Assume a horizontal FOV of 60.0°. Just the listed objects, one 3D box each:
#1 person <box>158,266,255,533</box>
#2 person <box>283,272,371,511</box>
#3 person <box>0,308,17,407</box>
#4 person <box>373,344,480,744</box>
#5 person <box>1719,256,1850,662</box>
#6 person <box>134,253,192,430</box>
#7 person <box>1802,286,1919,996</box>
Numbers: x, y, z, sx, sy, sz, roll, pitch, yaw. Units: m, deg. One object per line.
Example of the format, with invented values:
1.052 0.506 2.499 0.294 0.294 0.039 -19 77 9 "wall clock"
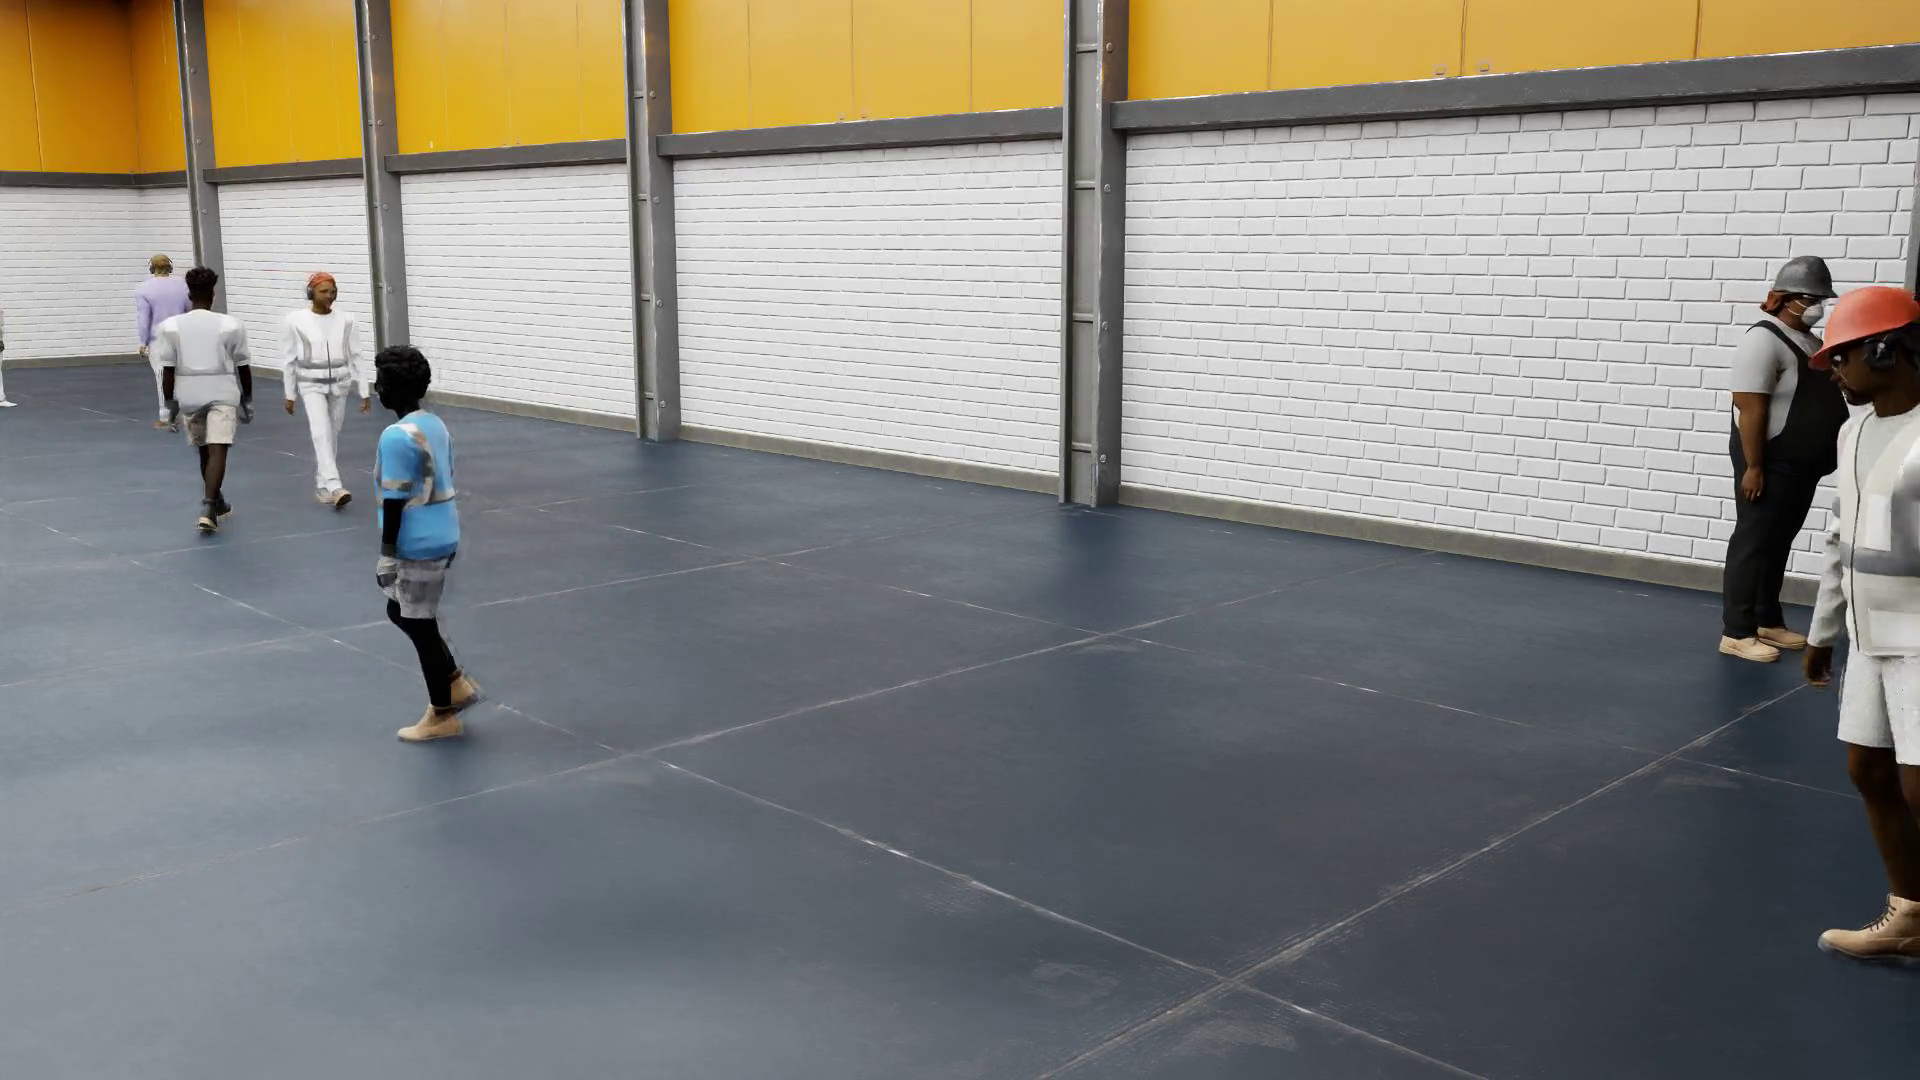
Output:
-5.478 -1.028 12.110 0.599 1.917 1.030 -2 11 -9 "person"
-4.907 -1.154 12.975 0.597 1.835 1.002 -8 13 -38 "person"
-12.056 -2.466 20.688 0.512 1.640 0.309 8 13 36 "person"
-2.282 0.032 6.951 0.368 1.684 0.536 -1 10 -4 "person"
4.189 -0.415 8.406 0.687 2.000 0.535 -9 14 -42 "person"
-8.733 -2.186 18.346 0.632 1.936 0.359 -10 14 -43 "person"
2.679 0.287 4.717 0.493 1.989 0.746 0 10 -2 "person"
